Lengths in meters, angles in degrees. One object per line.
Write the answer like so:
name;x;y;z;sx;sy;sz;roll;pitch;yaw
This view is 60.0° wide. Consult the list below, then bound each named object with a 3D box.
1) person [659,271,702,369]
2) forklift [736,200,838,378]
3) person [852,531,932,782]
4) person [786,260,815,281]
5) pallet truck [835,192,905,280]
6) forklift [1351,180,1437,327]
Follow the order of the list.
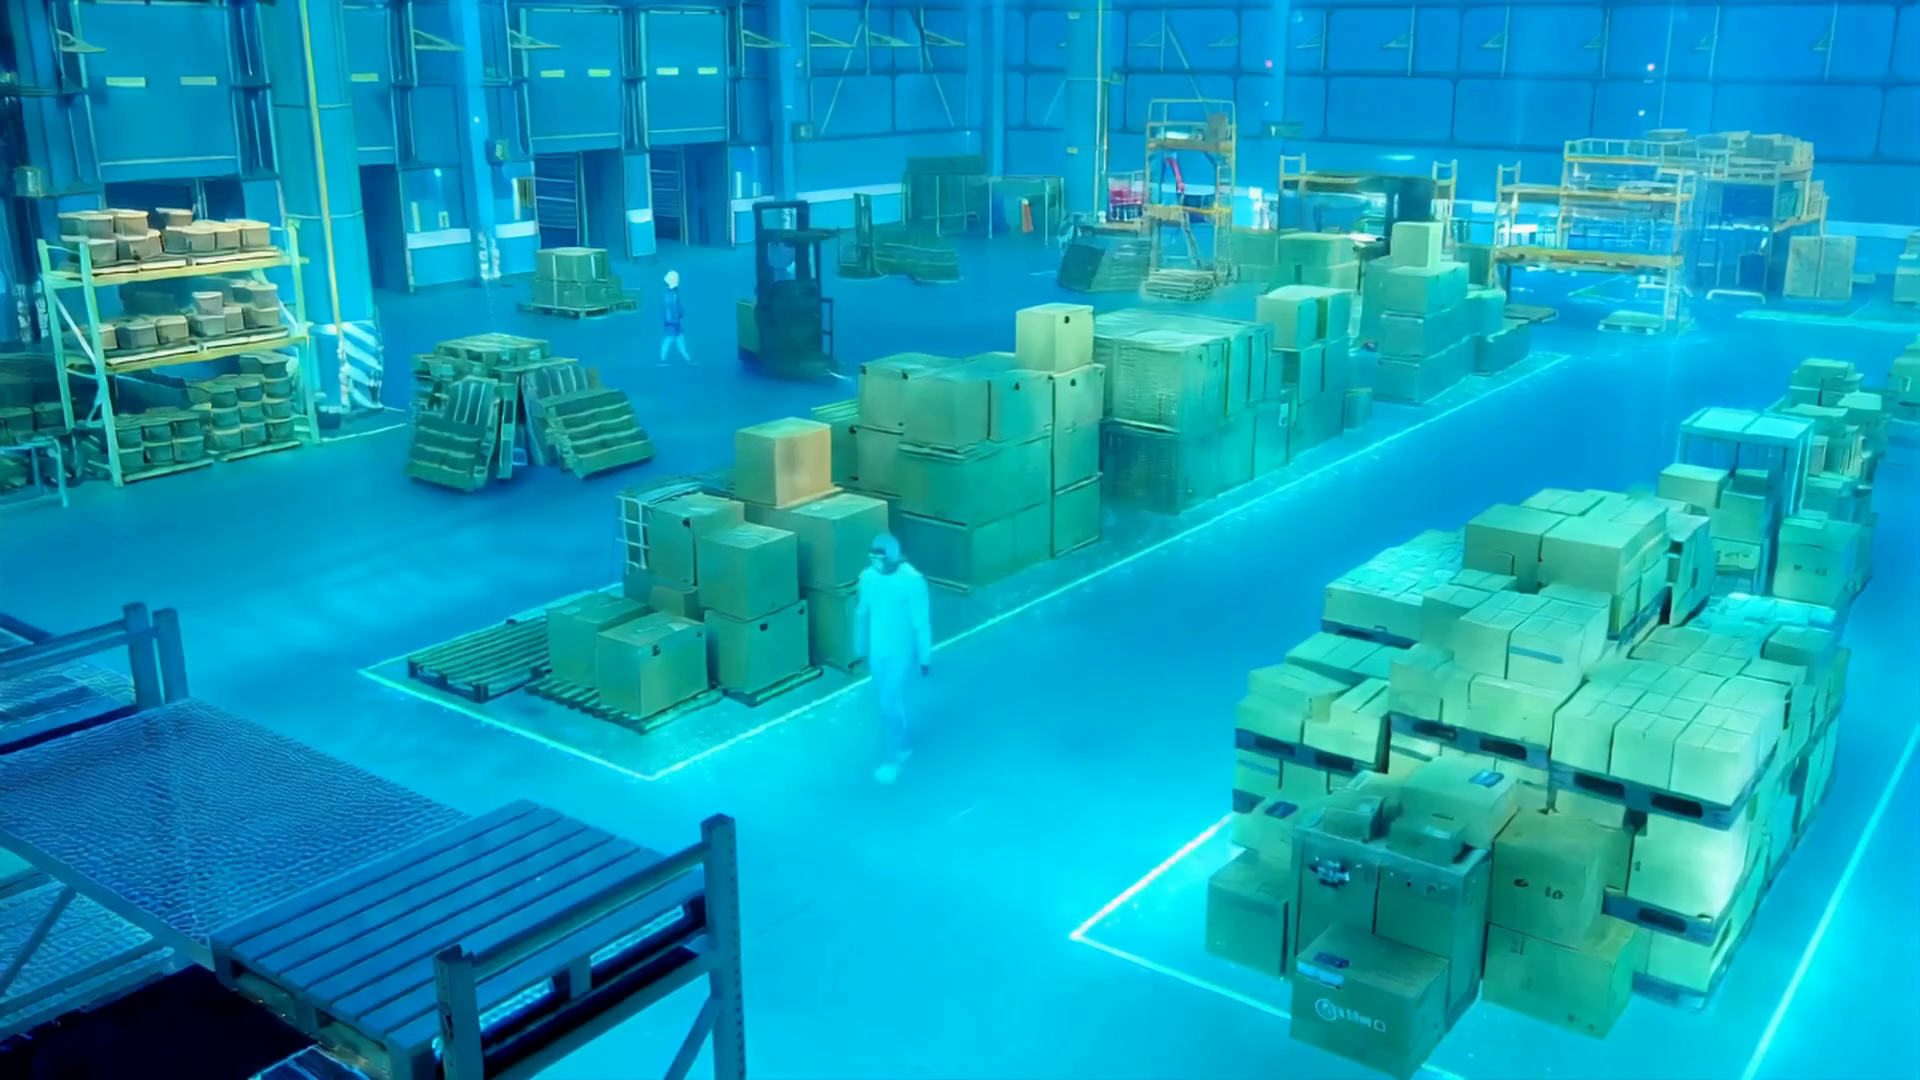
person;-4.789;-3.728;28.190;0.782;1.650;0.541;0;17;0
forklift;-2.985;-4.289;27.977;1.129;2.768;1.873;-9;19;-28
person;-0.573;0.873;12.516;0.661;1.918;0.656;14;21;38
person;-2.795;-4.301;29.649;0.639;1.927;0.387;-9;19;-28
pallet truck;-1.936;-7.159;38.982;1.885;1.965;0.823;-12;21;-34
forklift;8.667;-5.436;31.774;1.873;2.768;1.129;12;21;35
